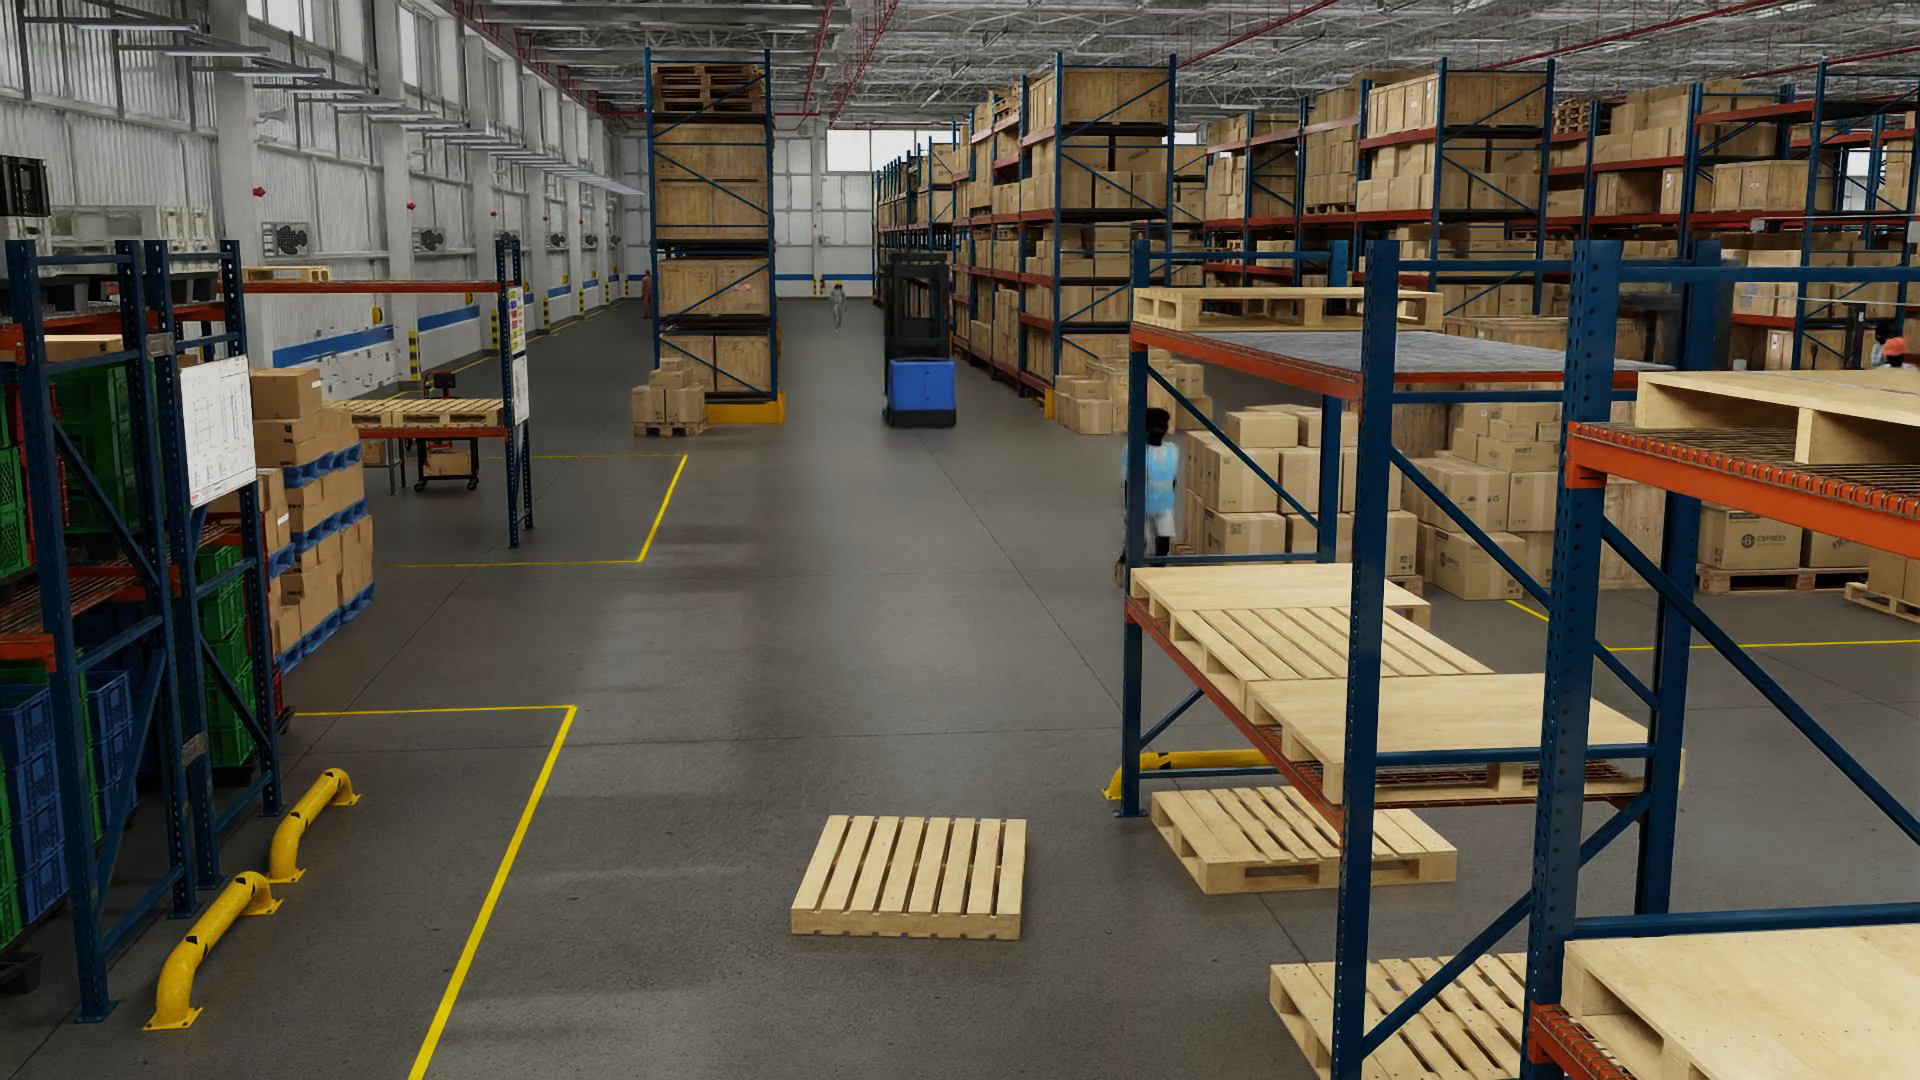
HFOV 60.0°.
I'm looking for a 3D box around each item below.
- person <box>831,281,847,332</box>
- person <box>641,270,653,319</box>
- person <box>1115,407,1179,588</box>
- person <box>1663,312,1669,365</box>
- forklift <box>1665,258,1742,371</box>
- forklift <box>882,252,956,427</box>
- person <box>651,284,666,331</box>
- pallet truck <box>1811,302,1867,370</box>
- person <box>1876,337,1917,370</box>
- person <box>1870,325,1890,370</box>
[{"bbox_3d":[-4.003,-7.732,55.046,0.504,1.688,0.895,-4,11,-21],"label":"person"},{"bbox_3d":[-12.085,-9.522,64.444,0.401,1.894,0.653,8,13,37],"label":"person"},{"bbox_3d":[1.564,-0.297,13.915,0.532,1.677,0.642,-5,11,-24],"label":"person"},{"bbox_3d":[12.743,-3.247,29.859,0.651,1.818,0.491,-2,10,-11],"label":"person"},{"bbox_3d":[8.546,-1.867,19.278,1.873,2.768,1.129,-1,10,-6],"label":"forklift"},{"bbox_3d":[-0.673,-3.330,27.386,1.129,2.768,1.873,-1,10,-6],"label":"forklift"},{"bbox_3d":[-9.184,-7.138,51.265,0.650,1.883,0.822,-5,11,-27],"label":"person"},{"bbox_3d":[15.846,-3.142,28.793,1.885,1.965,0.823,2,10,12],"label":"pallet truck"},{"bbox_3d":[11.008,-1.455,19.736,0.873,1.883,0.543,-3,11,-15],"label":"person"},{"bbox_3d":[14.826,-2.635,26.900,0.823,1.652,0.544,-2,10,-13],"label":"person"}]
